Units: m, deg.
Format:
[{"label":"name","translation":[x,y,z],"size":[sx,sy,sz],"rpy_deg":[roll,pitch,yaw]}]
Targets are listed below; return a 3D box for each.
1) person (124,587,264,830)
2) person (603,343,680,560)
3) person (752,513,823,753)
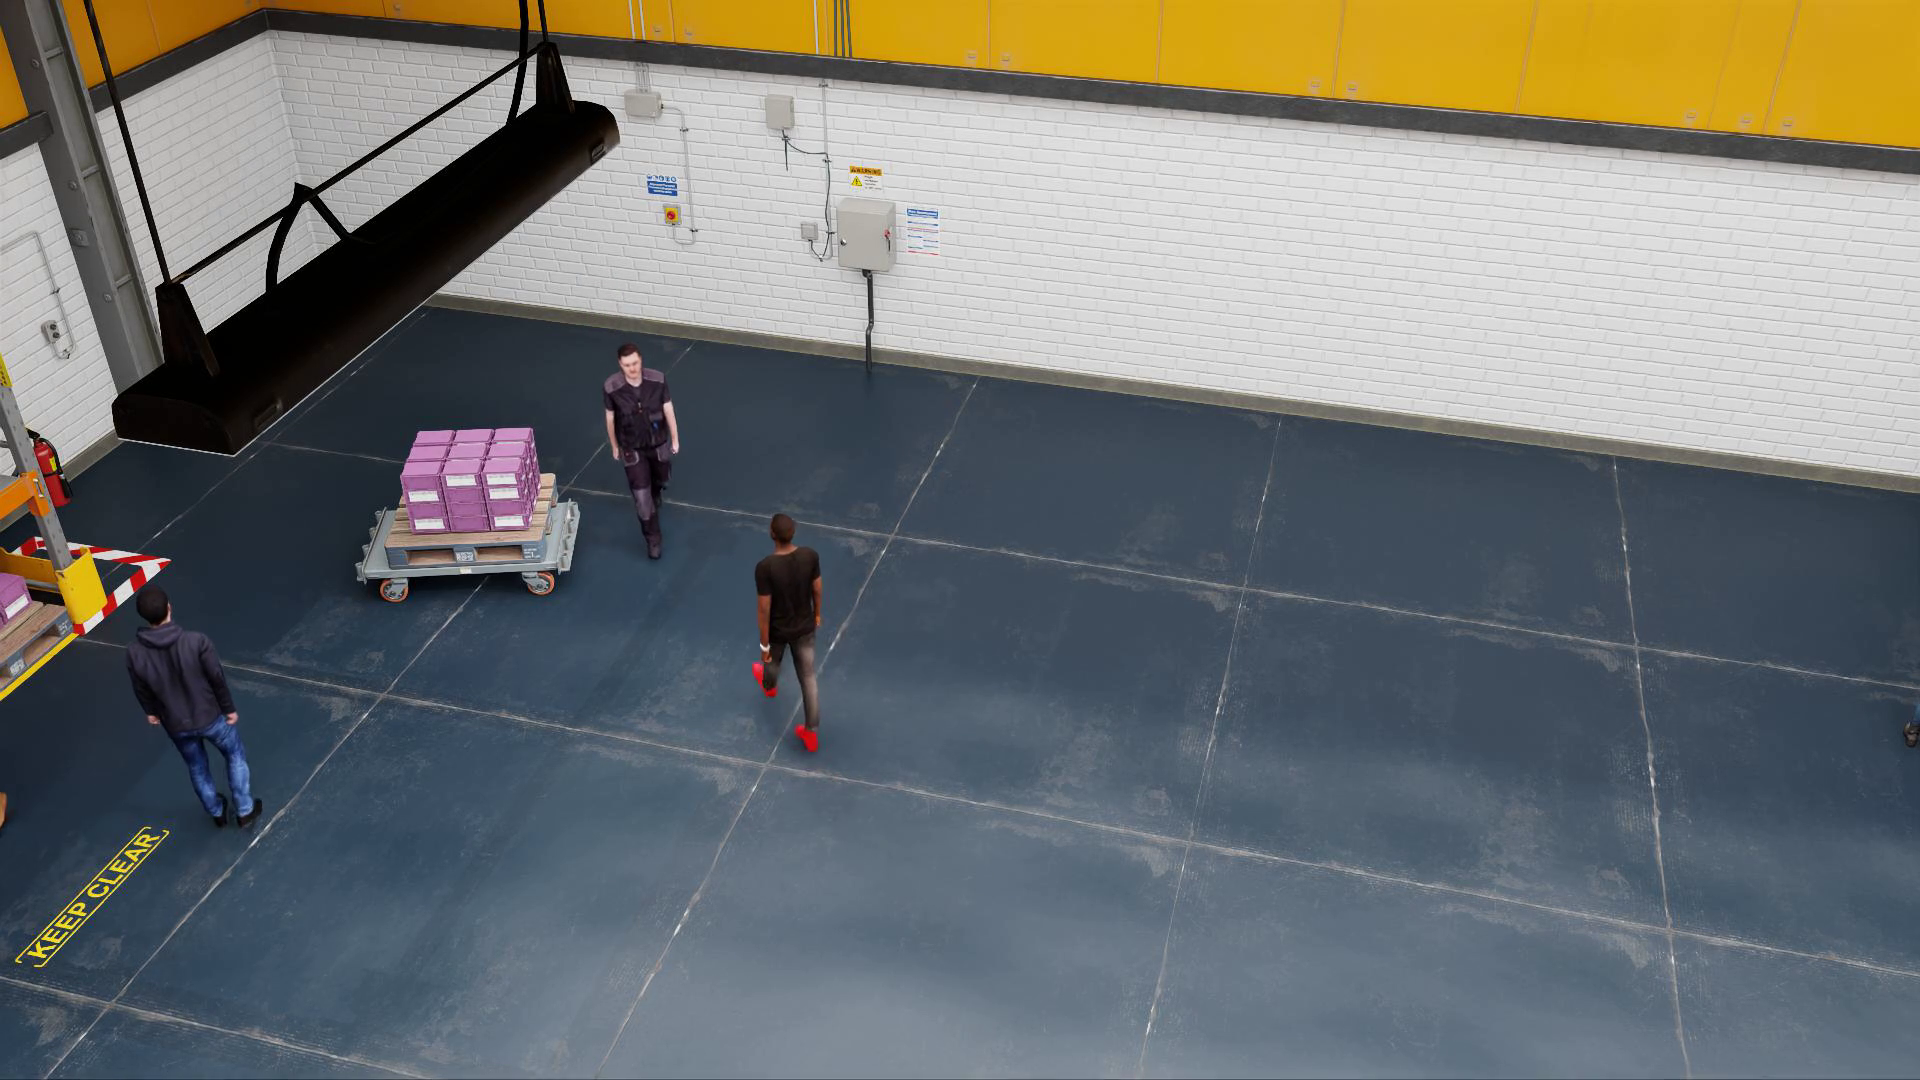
[{"label":"person","translation":[-4.871,1.142,10.534],"size":[0.840,1.885,0.864],"rpy_deg":[-9,35,-13]},{"label":"person","translation":[-2.586,-0.806,13.521],"size":[1.085,1.822,1.242],"rpy_deg":[-11,35,-16]},{"label":"person","translation":[-1.126,0.659,11.369],"size":[1.150,1.765,1.249],"rpy_deg":[-15,37,-22]}]
